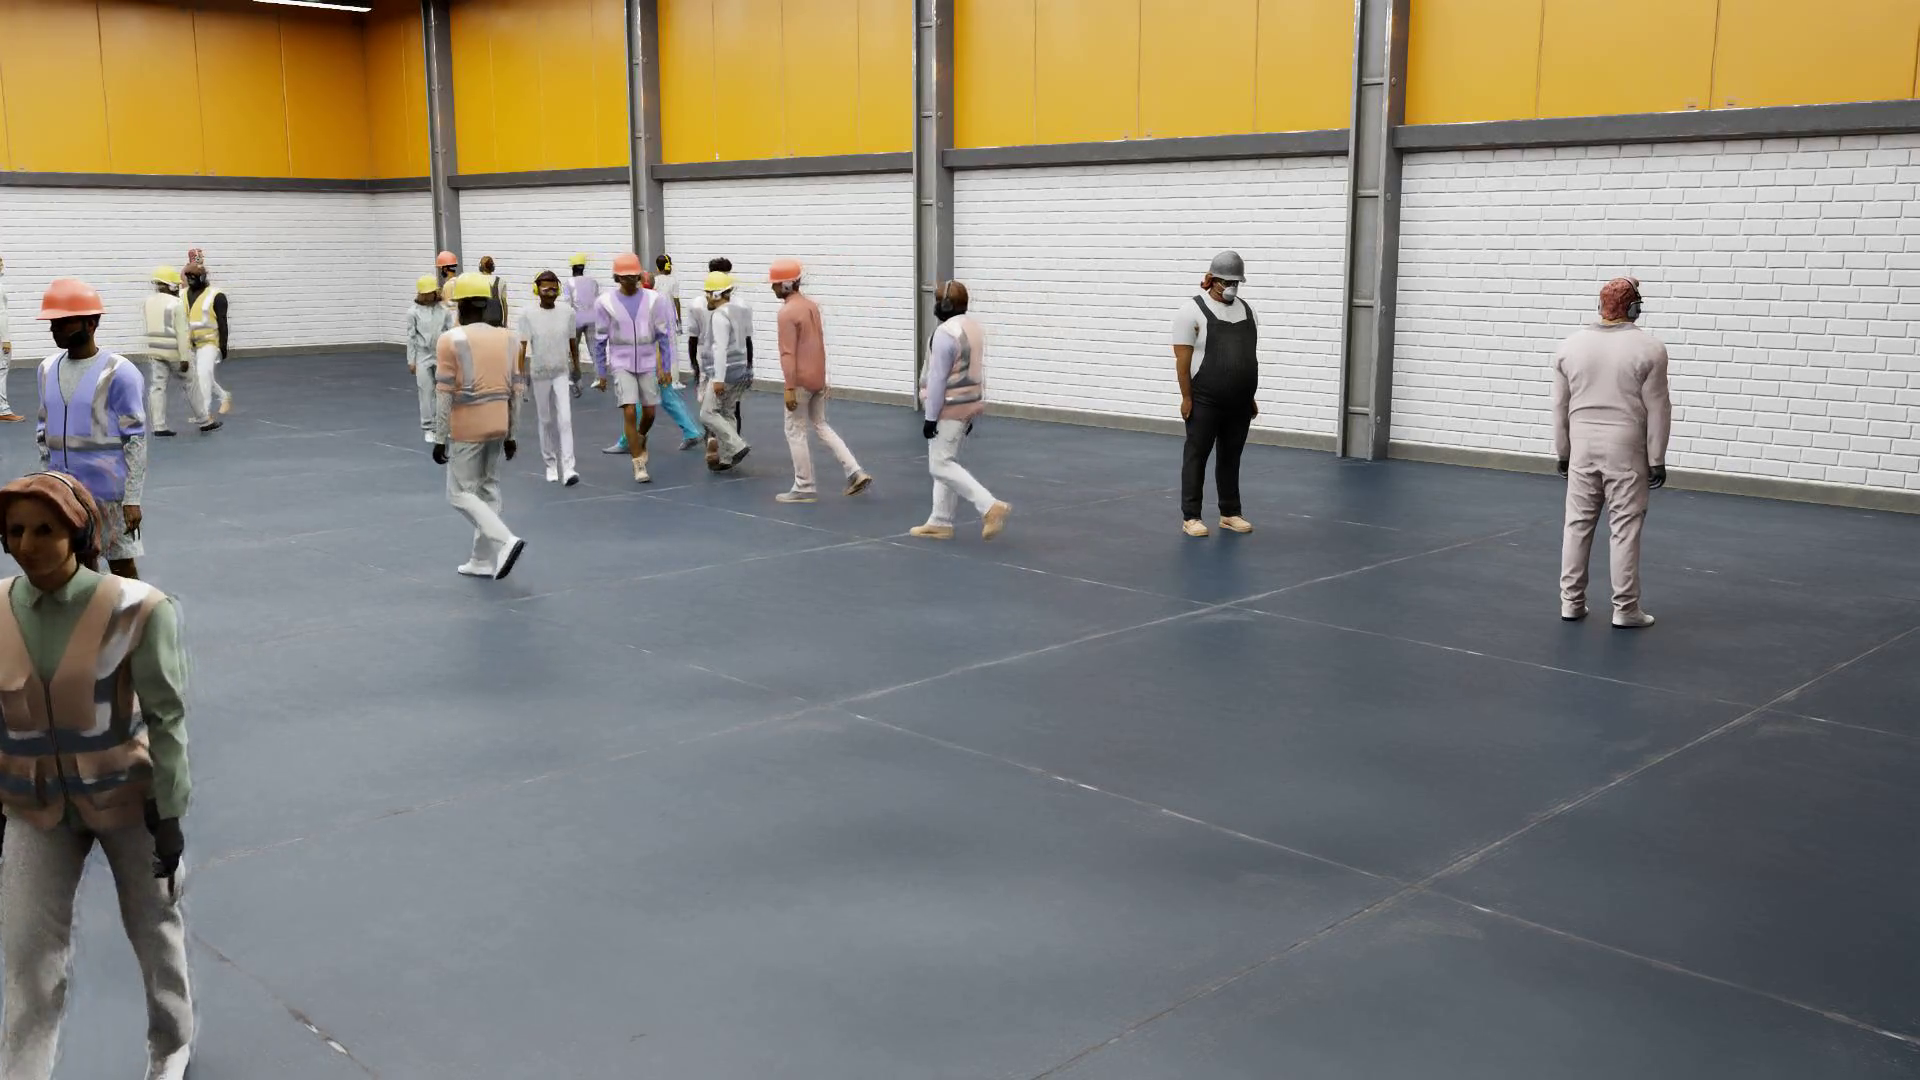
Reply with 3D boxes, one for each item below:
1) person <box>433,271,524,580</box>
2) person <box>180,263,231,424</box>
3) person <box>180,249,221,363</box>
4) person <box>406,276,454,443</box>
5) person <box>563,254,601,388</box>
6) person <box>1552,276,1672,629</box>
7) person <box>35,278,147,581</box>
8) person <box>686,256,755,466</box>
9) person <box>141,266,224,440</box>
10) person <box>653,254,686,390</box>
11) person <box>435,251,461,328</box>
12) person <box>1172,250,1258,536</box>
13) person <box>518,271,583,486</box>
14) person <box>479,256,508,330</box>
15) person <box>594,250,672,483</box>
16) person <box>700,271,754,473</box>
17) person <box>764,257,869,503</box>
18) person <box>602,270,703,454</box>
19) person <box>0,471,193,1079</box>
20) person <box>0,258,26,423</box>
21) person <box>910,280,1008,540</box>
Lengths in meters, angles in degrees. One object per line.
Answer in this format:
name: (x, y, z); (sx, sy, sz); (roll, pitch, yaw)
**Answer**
person: (-2.924, -0.679, 10.185); (0.636, 1.910, 0.605); (7, 12, 33)
person: (-8.705, -2.273, 19.165); (0.635, 1.815, 0.818); (2, 11, 12)
person: (-12.694, -3.898, 27.763); (0.641, 1.910, 0.401); (8, 13, 38)
person: (-5.487, -1.875, 17.281); (0.541, 1.716, 0.571); (10, 14, 43)
person: (-5.319, -3.078, 23.397); (0.611, 1.873, 1.010); (-10, 14, -42)
person: (3.564, -0.475, 9.094); (0.406, 1.911, 0.639); (-10, 14, -44)
person: (-4.024, -0.233, 7.696); (0.545, 1.938, 0.358); (2, 11, 12)
person: (-2.175, -1.593, 15.114); (0.611, 1.949, 0.672); (-1, 10, -5)
person: (-8.241, -1.973, 17.555); (0.617, 1.793, 0.857); (4, 11, 22)
person: (-4.090, -3.012, 23.055); (0.519, 1.865, 0.335); (2, 11, 13)
person: (-6.234, -2.573, 20.464); (0.375, 1.934, 0.547); (0, 10, -2)
person: (1.879, -1.048, 11.861); (0.679, 2.000, 0.537); (-5, 12, -26)
person: (-3.475, -1.362, 14.149); (0.569, 1.817, 0.934); (-4, 11, -21)
person: (-6.591, -3.058, 23.351); (0.516, 1.843, 0.325); (-9, 14, -41)
person: (-2.868, -1.523, 14.541); (0.647, 2.009, 0.789); (-4, 11, -21)
person: (-2.105, -1.475, 14.798); (0.418, 1.814, 0.621); (1, 10, 6)
person: (-1.175, -1.257, 13.228); (0.744, 1.965, 0.645); (4, 11, 19)
person: (-3.009, -1.744, 16.327); (0.966, 1.803, 0.573); (-2, 11, -8)
person: (-2.027, 0.651, 3.795); (0.539, 1.597, 0.853); (-1, 10, -6)
person: (-11.002, -2.298, 18.951); (0.633, 1.938, 0.356); (8, 13, 39)
person: (-0.013, -0.878, 11.515); (0.712, 1.826, 0.634); (4, 11, 19)
